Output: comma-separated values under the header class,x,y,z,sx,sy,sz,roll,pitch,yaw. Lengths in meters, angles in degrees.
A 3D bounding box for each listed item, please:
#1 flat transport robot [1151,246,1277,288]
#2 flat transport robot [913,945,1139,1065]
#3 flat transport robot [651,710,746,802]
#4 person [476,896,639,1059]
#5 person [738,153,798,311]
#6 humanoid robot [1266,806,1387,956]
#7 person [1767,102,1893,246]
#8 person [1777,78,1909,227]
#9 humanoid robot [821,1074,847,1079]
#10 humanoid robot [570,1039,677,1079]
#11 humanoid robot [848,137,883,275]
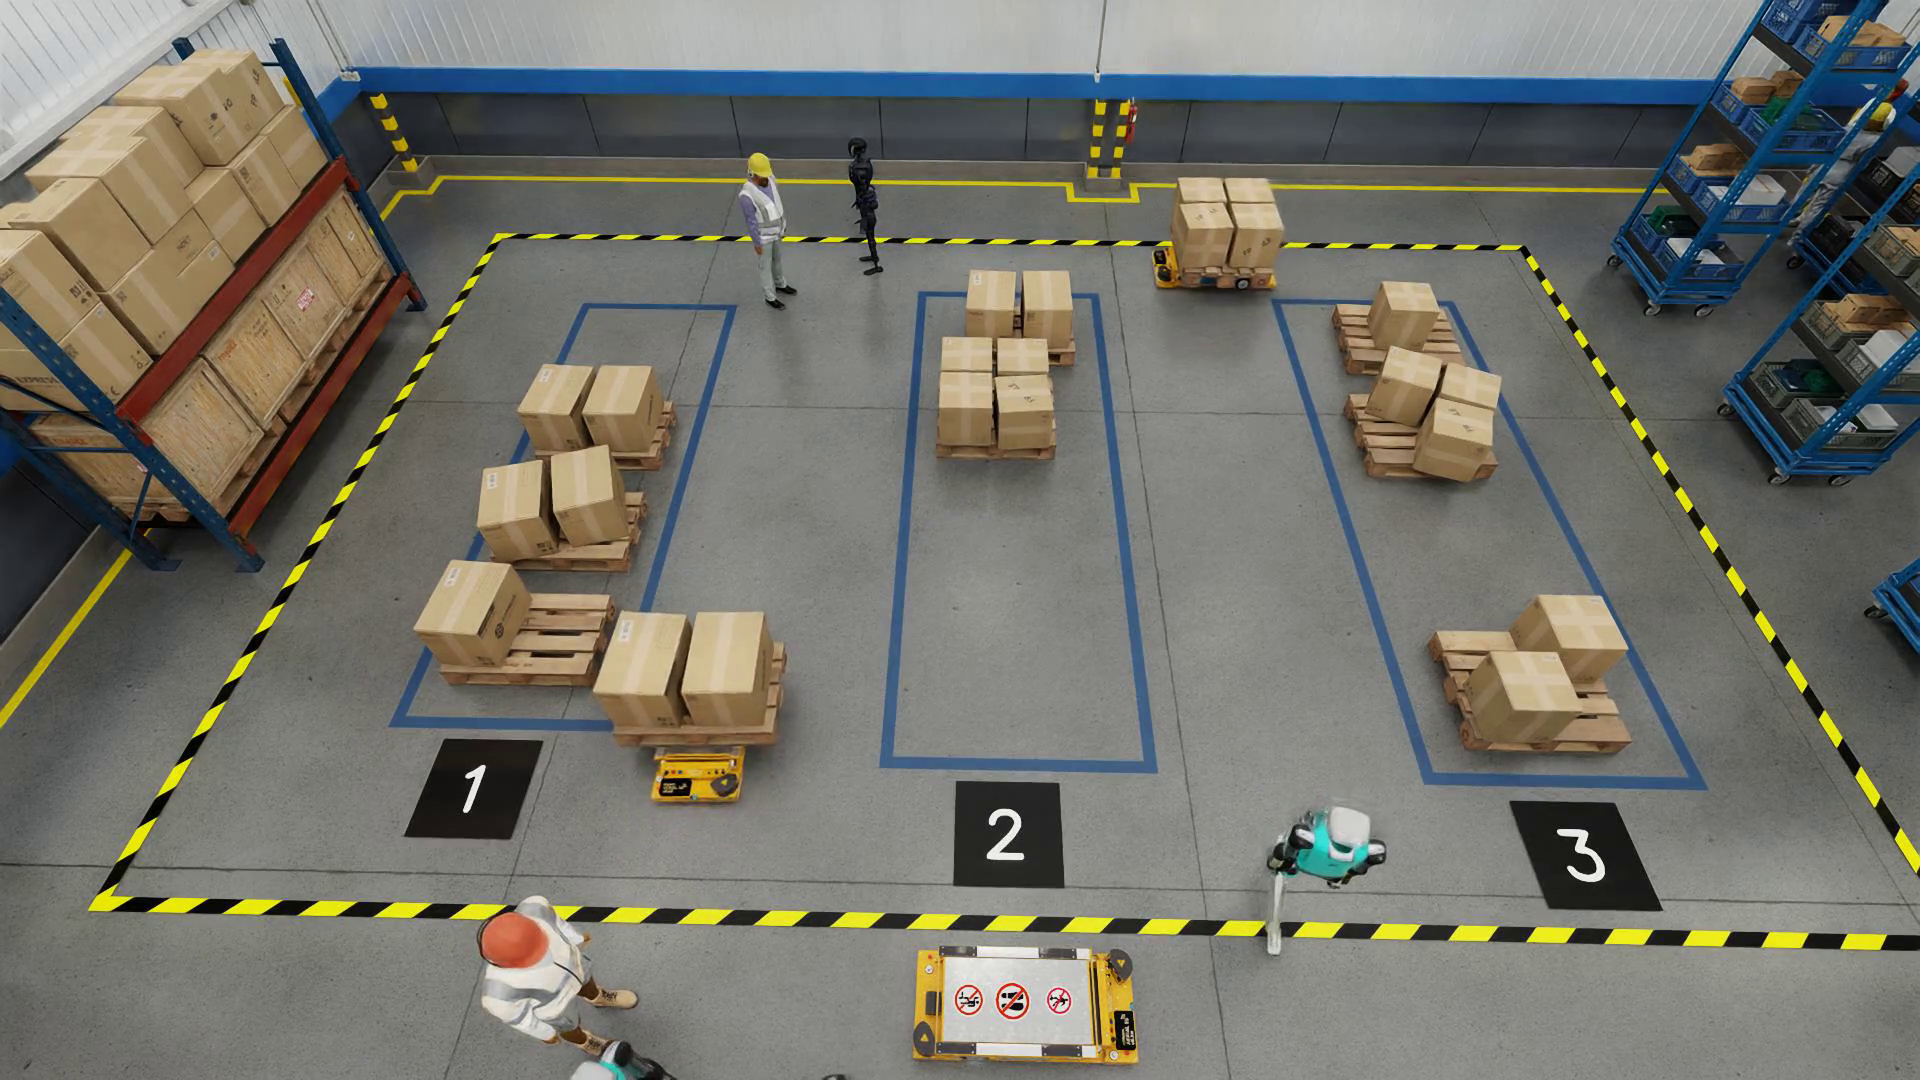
class,x,y,z,sx,sy,sz,roll,pitch,yaw
flat transport robot,3.102,-3.359,11.206,1.431,0.197,0.652,1,51,1
flat transport robot,0.422,3.041,6.007,1.431,0.231,0.659,1,51,1
flat transport robot,-2.017,1.378,7.344,0.652,0.197,1.431,-1,51,-1
person,-2.284,2.543,5.277,0.401,2.029,0.611,3,51,3
person,-2.149,-3.475,10.315,0.404,1.824,0.586,19,53,15
humanoid robot,2.265,1.958,5.975,0.540,1.752,1.047,10,51,8
person,10.606,-4.443,11.155,0.303,1.742,0.493,-33,58,-24
person,10.973,-4.781,11.365,0.385,1.845,0.568,12,52,10
humanoid robot,-0.318,3.251,4.904,0.900,1.778,0.532,-3,51,-2
humanoid robot,-1.490,3.202,4.959,0.822,1.815,0.560,7,51,5
humanoid robot,-1.121,-3.909,10.754,0.315,1.657,0.599,-8,51,-7
